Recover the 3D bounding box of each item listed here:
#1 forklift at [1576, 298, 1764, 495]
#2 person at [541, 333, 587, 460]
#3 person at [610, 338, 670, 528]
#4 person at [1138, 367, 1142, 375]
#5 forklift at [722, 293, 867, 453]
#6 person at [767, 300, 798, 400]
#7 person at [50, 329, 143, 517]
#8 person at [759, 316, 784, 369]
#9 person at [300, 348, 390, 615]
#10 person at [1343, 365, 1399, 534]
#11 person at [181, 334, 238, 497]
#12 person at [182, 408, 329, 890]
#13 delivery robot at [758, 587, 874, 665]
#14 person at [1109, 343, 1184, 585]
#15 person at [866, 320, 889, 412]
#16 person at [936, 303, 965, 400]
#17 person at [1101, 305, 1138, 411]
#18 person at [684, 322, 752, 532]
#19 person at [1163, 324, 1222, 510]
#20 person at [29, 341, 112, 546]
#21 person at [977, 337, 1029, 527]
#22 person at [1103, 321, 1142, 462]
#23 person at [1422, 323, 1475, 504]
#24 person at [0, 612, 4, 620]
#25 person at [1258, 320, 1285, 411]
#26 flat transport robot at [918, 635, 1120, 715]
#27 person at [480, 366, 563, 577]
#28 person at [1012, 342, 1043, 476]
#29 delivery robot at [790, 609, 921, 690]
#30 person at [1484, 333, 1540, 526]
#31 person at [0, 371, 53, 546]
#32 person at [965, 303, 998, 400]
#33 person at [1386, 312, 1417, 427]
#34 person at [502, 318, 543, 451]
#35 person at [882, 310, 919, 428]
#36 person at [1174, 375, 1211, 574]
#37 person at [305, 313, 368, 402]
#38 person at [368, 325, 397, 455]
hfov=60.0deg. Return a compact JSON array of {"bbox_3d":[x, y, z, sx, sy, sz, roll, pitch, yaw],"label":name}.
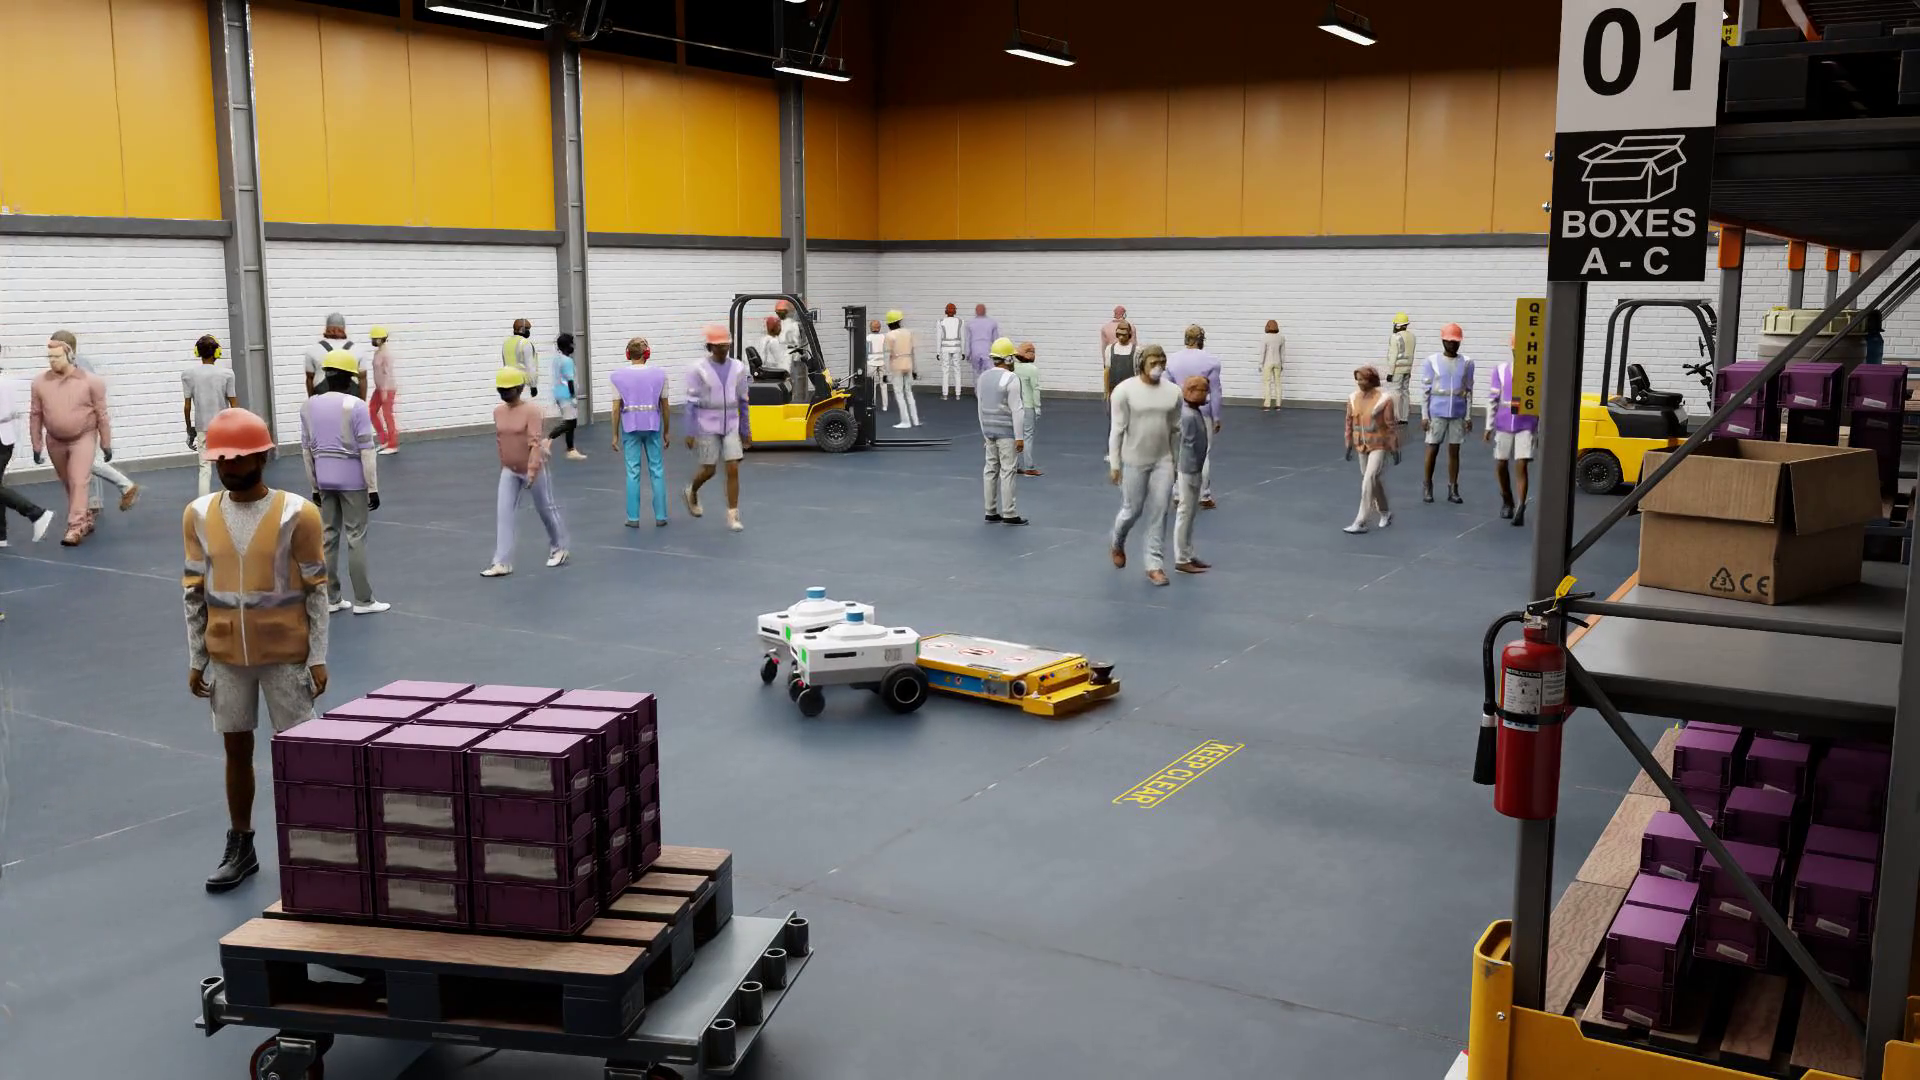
[{"bbox_3d":[7.954,-1.589,18.462,2.313,2.155,1.214,5,11,30],"label":"forklift"},{"bbox_3d":[-5.205,-1.859,21.708,0.565,1.684,0.533,-4,10,-22],"label":"person"},{"bbox_3d":[-3.078,-1.027,16.059,0.564,1.839,0.395,-3,10,-17],"label":"person"},{"bbox_3d":[1.926,-1.095,17.114,0.522,1.636,0.310,4,10,26],"label":"person"},{"bbox_3d":[-2.458,-2.344,23.176,2.313,2.155,1.214,0,9,-2],"label":"forklift"},{"bbox_3d":[-3.184,-3.362,30.085,0.614,2.018,0.795,4,10,22],"label":"person"},{"bbox_3d":[-8.730,-1.171,16.748,0.654,1.913,0.647,-6,11,-31],"label":"person"},{"bbox_3d":[-2.838,-2.362,24.419,0.968,1.848,0.563,-3,10,-18],"label":"person"},{"bbox_3d":[-4.434,-0.413,11.974,0.585,1.920,0.374,3,10,17],"label":"person"},{"bbox_3d":[3.964,-0.874,15.868,0.856,1.593,0.556,-7,11,-37],"label":"person"},{"bbox_3d":[-7.224,-1.046,16.097,0.515,1.867,0.328,-2,9,-13],"label":"person"},{"bbox_3d":[-2.790,0.442,6.588,0.551,1.934,0.373,0,9,-3],"label":"person"},{"bbox_3d":[-0.866,0.528,10.054,0.707,0.478,0.477,-8,12,-42],"label":"delivery robot"},{"bbox_3d":[1.473,-0.627,13.312,0.638,1.916,0.763,-3,10,-18],"label":"person"},{"bbox_3d":[-1.488,-3.090,29.555,0.518,1.639,0.312,-4,10,-22],"label":"person"},{"bbox_3d":[-0.176,-3.667,32.402,0.583,1.882,0.350,-1,9,-9],"label":"person"},{"bbox_3d":[2.767,-3.089,28.722,0.643,1.908,0.411,4,10,21],"label":"person"},{"bbox_3d":[-2.358,-1.103,16.021,0.651,2.011,0.792,-5,11,-30],"label":"person"},{"bbox_3d":[2.422,-1.277,17.328,0.627,1.935,0.371,4,10,25],"label":"person"},{"bbox_3d":[-8.153,-0.894,15.220,0.647,1.848,1.020,-1,9,-5],"label":"person"},{"bbox_3d":[0.427,-1.048,16.208,0.403,1.833,0.591,-8,12,-39],"label":"person"},{"bbox_3d":[2.107,-1.913,21.586,0.506,1.840,0.343,3,9,16],"label":"person"},{"bbox_3d":[5.230,-1.349,17.859,0.553,1.944,0.523,0,9,3],"label":"person"},{"bbox_3d":[-6.943,-0.358,11.484,0.367,1.967,0.607,0,9,-3],"label":"person"},{"bbox_3d":[5.592,-3.133,29.842,0.507,1.631,0.267,-3,10,-18],"label":"person"},{"bbox_3d":[0.164,0.762,9.772,1.431,0.197,0.652,7,12,39],"label":"flat transport robot"},{"bbox_3d":[-3.587,-0.580,13.674,0.532,1.714,0.928,4,10,23],"label":"person"},{"bbox_3d":[0.790,-1.590,20.210,0.278,1.633,0.498,-8,12,-42],"label":"person"},{"bbox_3d":[-0.593,0.635,9.389,0.707,0.478,0.477,-3,10,-17],"label":"delivery robot"},{"bbox_3d":[5.499,-1.119,16.403,0.561,1.914,0.715,6,11,32],"label":"person"},{"bbox_3d":[-8.555,-0.863,14.853,0.646,1.897,0.603,-2,9,-14],"label":"person"},{"bbox_3d":[0.414,-3.644,32.212,0.666,1.888,0.644,1,9,5],"label":"person"},{"bbox_3d":[7.036,-2.723,26.653,0.596,1.837,0.404,-8,12,-41],"label":"person"},{"bbox_3d":[-6.051,-2.143,23.040,0.621,1.838,0.429,8,12,40],"label":"person"},{"bbox_3d":[-0.962,-2.705,26.396,0.642,1.890,0.414,-9,13,-44],"label":"person"},{"bbox_3d":[1.912,-0.545,13.694,0.272,1.633,0.506,3,10,18],"label":"person"},{"bbox_3d":[-7.426,-1.731,19.826,0.683,2.000,1.019,-4,10,-25],"label":"person"},{"bbox_3d":[-7.859,-2.023,22.501,0.438,1.752,0.555,-7,12,-38],"label":"person"}]
